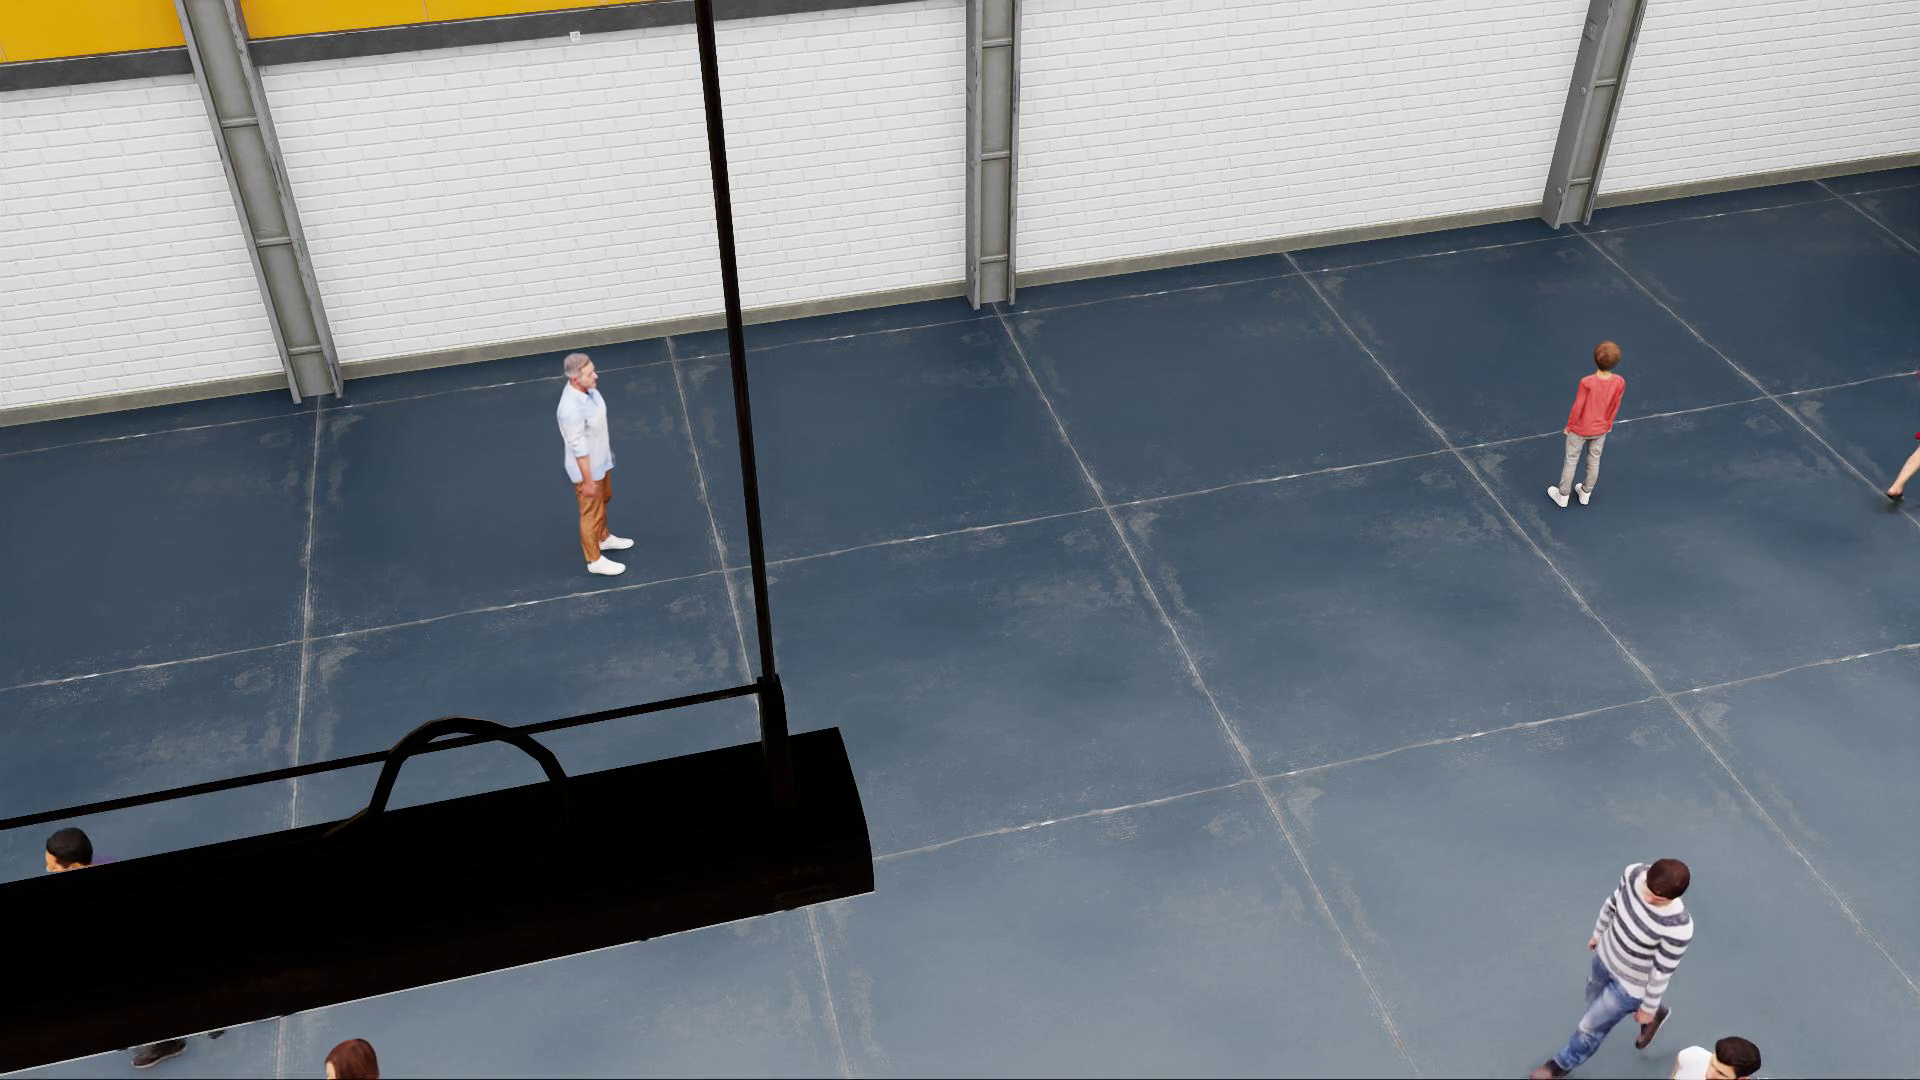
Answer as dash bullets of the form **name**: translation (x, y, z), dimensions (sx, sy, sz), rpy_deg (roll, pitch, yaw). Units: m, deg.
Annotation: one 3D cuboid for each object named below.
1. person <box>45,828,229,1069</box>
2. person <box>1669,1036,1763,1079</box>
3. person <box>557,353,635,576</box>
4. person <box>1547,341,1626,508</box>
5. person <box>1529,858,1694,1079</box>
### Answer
- **person**: translation (-4.225, 2.097, 8.637), dimensions (0.937, 1.779, 0.837), rpy_deg (-27, 46, -30)
- **person**: translation (3.459, 2.840, 7.713), dimensions (0.947, 1.772, 0.736), rpy_deg (-17, 42, -20)
- **person**: translation (-2.667, -0.560, 11.929), dimensions (0.673, 1.823, 0.739), rpy_deg (0, 39, 0)
- **person**: translation (4.796, -0.877, 12.651), dimensions (0.462, 1.417, 0.611), rpy_deg (-3, 39, -4)
- **person**: translation (3.499, 2.173, 8.520), dimensions (1.046, 1.806, 0.669), rpy_deg (-8, 39, -10)
